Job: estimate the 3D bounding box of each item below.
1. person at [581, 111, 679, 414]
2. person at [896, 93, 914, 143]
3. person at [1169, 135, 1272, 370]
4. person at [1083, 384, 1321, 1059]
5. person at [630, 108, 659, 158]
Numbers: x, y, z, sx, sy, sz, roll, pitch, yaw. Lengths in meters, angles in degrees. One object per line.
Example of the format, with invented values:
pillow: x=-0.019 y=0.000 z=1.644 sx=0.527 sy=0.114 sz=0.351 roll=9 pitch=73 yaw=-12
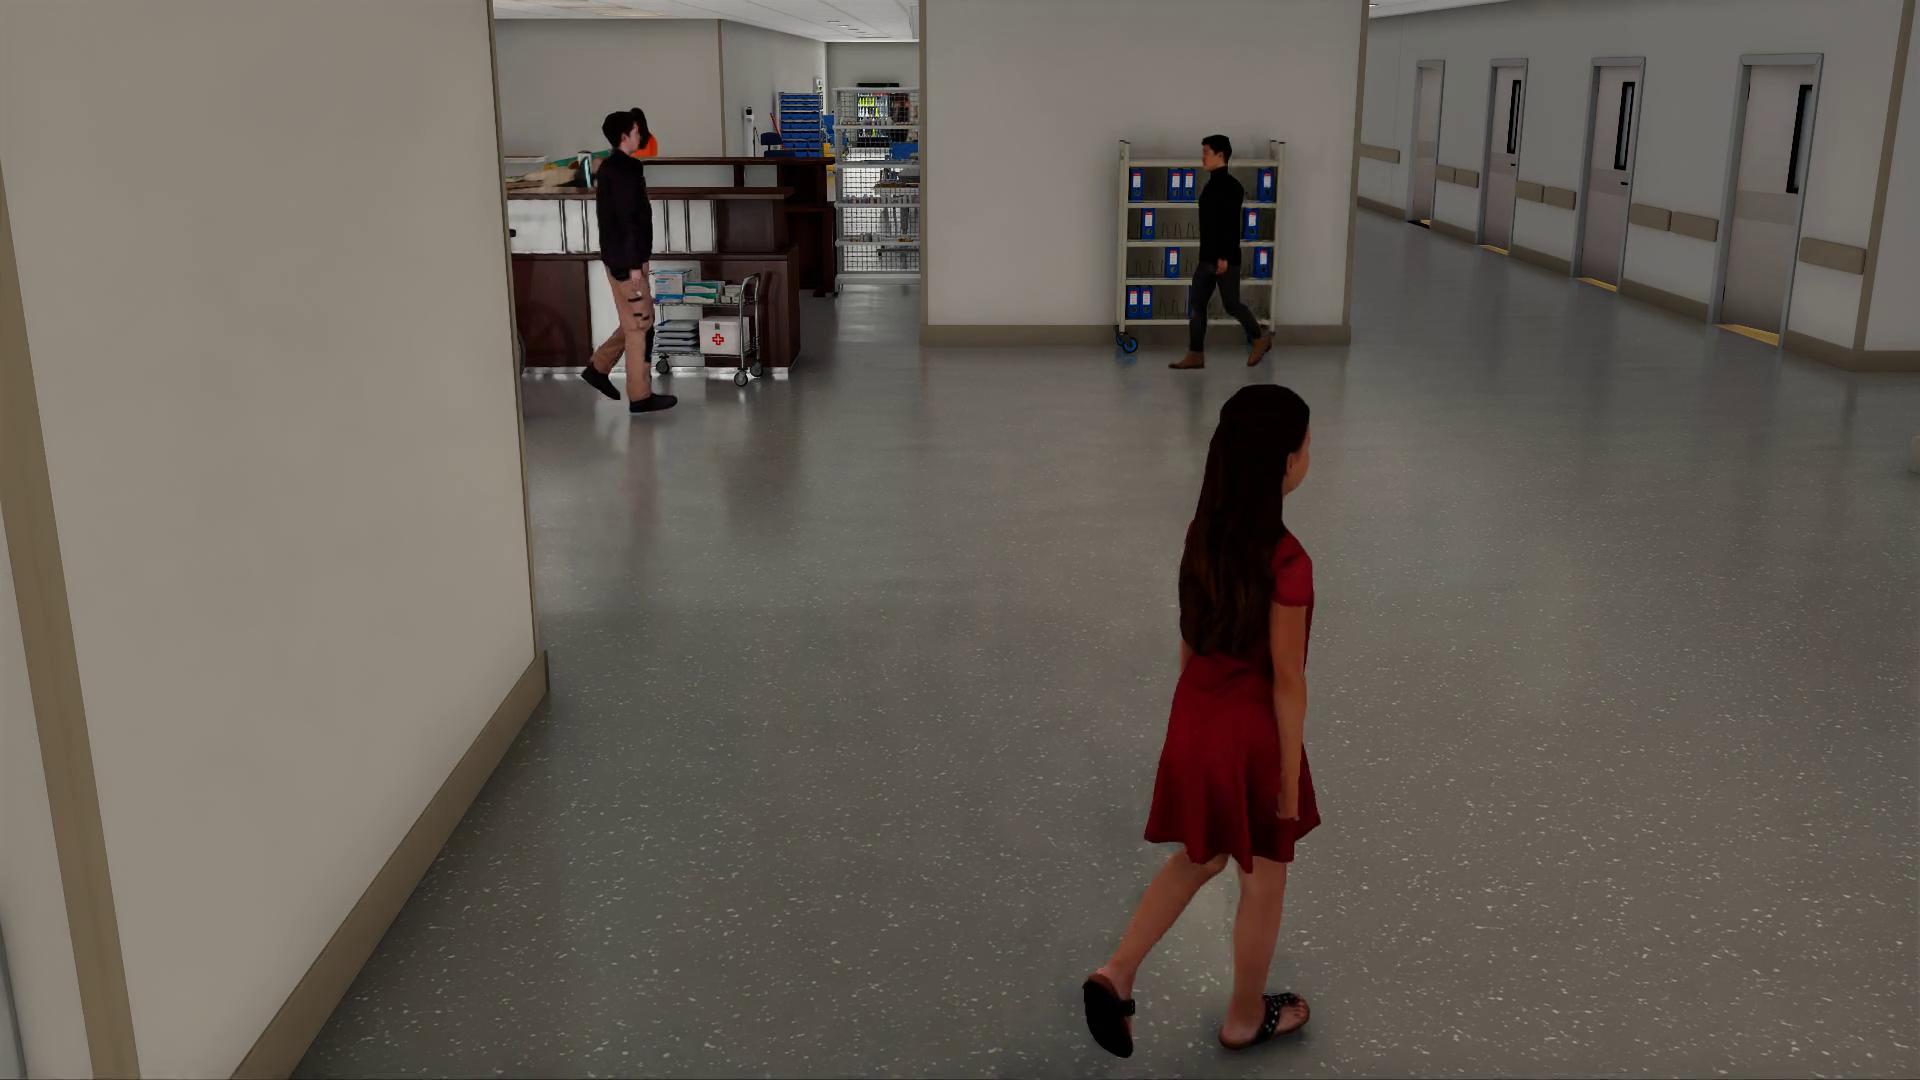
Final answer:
person: x=-2.217 y=-1.766 z=10.696 sx=0.966 sy=1.919 sz=0.875 roll=-6 pitch=17 yaw=-21
person: x=-1.434 y=-10.555 z=42.287 sx=1.109 sy=1.691 sz=0.808 roll=3 pitch=16 yaw=12
person: x=1.979 y=-2.084 z=12.235 sx=1.180 sy=1.695 sz=0.953 roll=-8 pitch=18 yaw=-27
person: x=0.542 y=0.438 z=3.577 sx=0.944 sy=1.539 sz=0.828 roll=-11 pitch=19 yaw=-33
person: x=-3.862 y=-4.315 z=20.073 sx=0.696 sy=1.735 sz=0.674 roll=0 pitch=16 yaw=0
